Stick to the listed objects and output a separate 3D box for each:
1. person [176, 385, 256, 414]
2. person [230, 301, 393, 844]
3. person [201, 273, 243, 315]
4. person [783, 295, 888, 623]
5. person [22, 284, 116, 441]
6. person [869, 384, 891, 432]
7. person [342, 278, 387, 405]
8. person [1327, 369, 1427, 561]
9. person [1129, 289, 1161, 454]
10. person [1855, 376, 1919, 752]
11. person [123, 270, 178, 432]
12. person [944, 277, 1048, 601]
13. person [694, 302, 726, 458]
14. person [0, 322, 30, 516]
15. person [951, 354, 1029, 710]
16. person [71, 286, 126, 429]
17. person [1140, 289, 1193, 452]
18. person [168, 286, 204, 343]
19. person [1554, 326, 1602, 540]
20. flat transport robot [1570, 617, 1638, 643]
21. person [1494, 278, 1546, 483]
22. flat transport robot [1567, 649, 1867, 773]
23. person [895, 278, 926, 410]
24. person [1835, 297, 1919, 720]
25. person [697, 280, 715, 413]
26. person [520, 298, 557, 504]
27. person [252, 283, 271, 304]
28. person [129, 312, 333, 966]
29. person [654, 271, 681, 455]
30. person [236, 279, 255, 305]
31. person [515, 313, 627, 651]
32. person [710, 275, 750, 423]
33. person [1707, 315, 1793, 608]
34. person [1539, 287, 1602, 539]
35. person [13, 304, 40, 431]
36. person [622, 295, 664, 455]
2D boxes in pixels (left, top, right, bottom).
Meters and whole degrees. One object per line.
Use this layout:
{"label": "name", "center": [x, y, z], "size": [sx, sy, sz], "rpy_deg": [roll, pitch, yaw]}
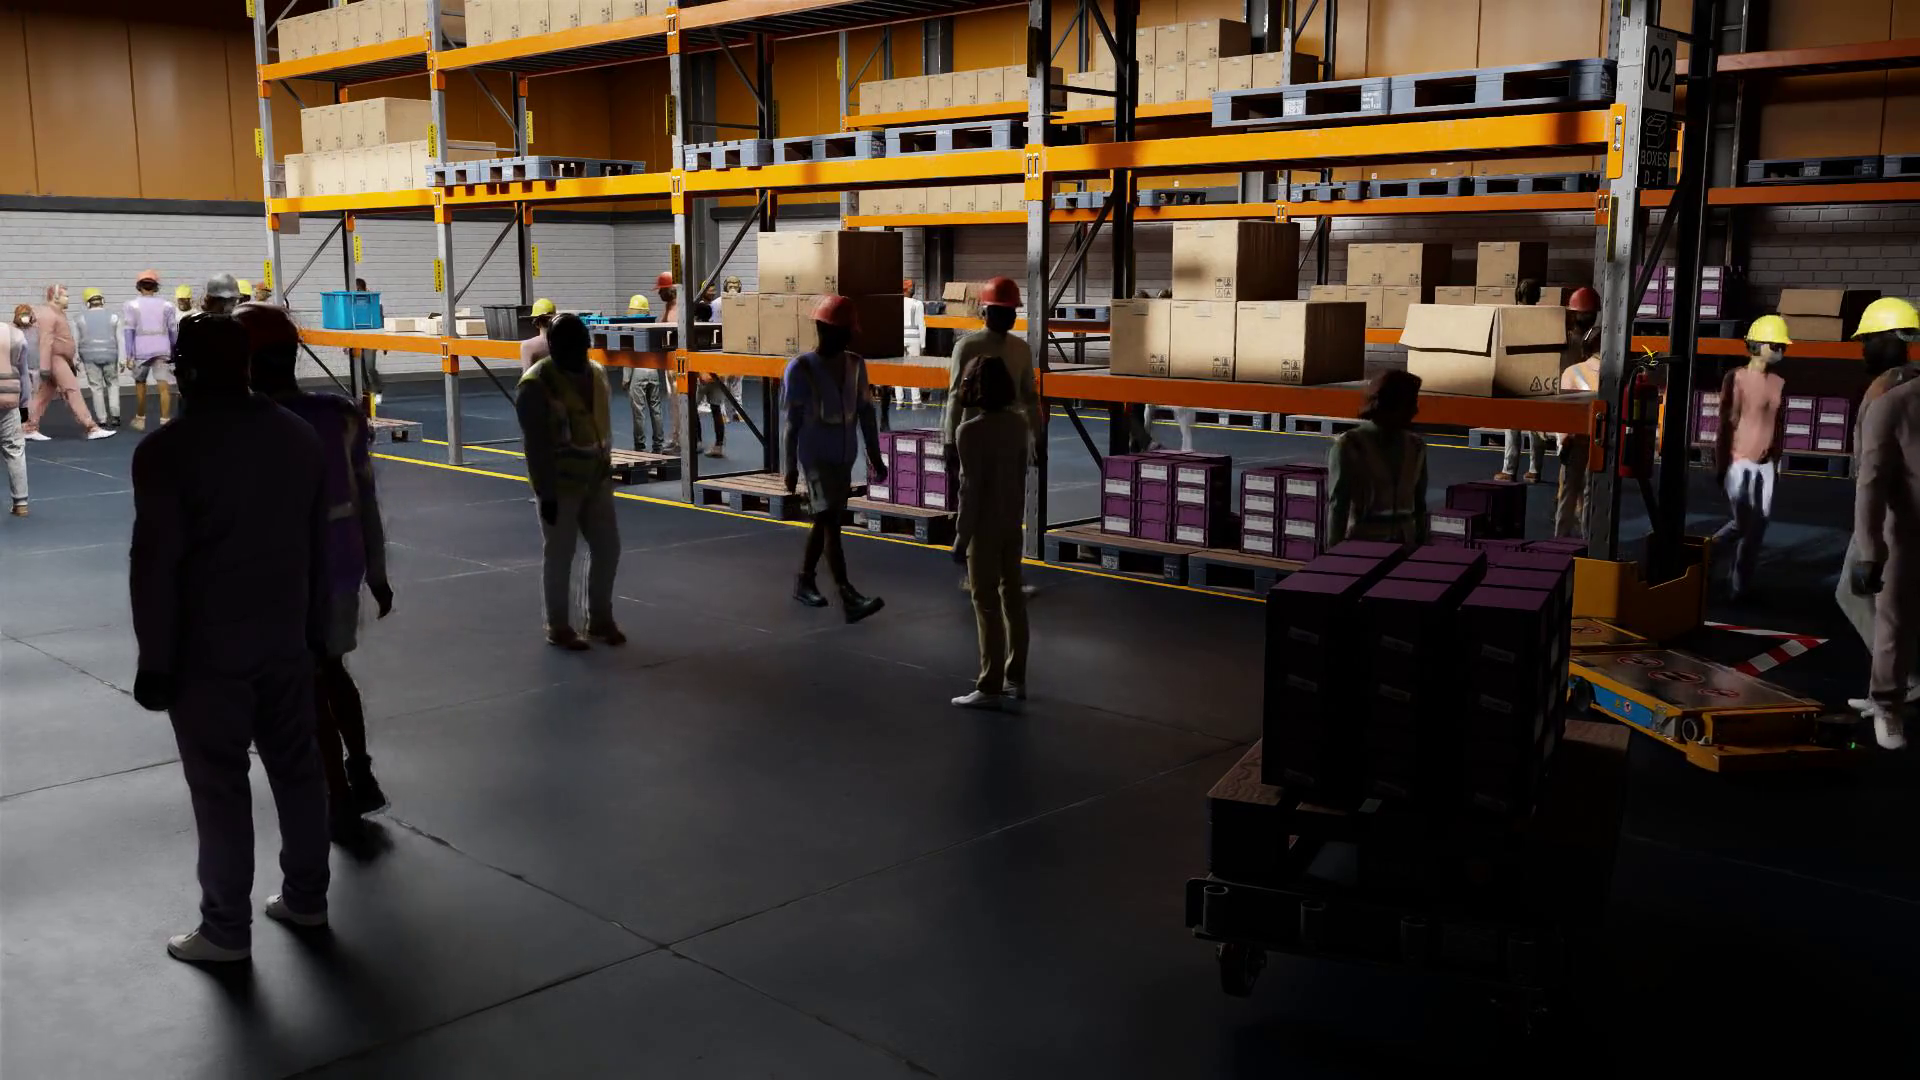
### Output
{"label": "person", "center": [-4.386, -0.403, 9.964], "size": [0.510, 1.615, 0.577], "rpy_deg": [-8, 12, -40]}
{"label": "person", "center": [-2.296, 0.130, 5.809], "size": [0.471, 1.908, 0.577], "rpy_deg": [8, 12, 39]}
{"label": "person", "center": [-5.902, -1.184, 13.472], "size": [1.030, 2.000, 0.704], "rpy_deg": [5, 11, 30]}
{"label": "person", "center": [-0.730, -0.477, 9.689], "size": [0.534, 1.867, 0.993], "rpy_deg": [-9, 13, -43]}
{"label": "person", "center": [-10.588, -2.077, 19.556], "size": [1.018, 1.843, 0.647], "rpy_deg": [-4, 10, -25]}
{"label": "person", "center": [-0.998, -2.203, 20.047], "size": [0.549, 1.939, 0.365], "rpy_deg": [-3, 10, -19]}
{"label": "person", "center": [-8.791, -2.914, 24.559], "size": [0.596, 1.892, 0.459], "rpy_deg": [1, 9, 6]}
{"label": "person", "center": [1.706, 0.089, 6.987], "size": [0.547, 1.622, 0.586], "rpy_deg": [-4, 10, -24]}
{"label": "person", "center": [1.806, -1.585, 16.591], "size": [0.535, 1.830, 0.667], "rpy_deg": [-6, 11, -31]}
{"label": "person", "center": [3.927, 0.024, 6.667], "size": [0.654, 1.847, 1.018], "rpy_deg": [3, 10, 17]}
{"label": "person", "center": [-9.978, -2.304, 20.455], "size": [0.631, 1.997, 0.958], "rpy_deg": [-8, 12, -39]}
{"label": "person", "center": [0.305, -0.601, 10.121], "size": [0.653, 1.960, 0.889], "rpy_deg": [-9, 13, -43]}
{"label": "person", "center": [-2.732, -1.717, 17.850], "size": [0.610, 1.662, 0.553], "rpy_deg": [8, 12, 39]}
{"label": "person", "center": [-7.868, -1.084, 13.471], "size": [0.429, 1.844, 0.627], "rpy_deg": [8, 12, 39]}
{"label": "person", "center": [0.136, -0.034, 7.662], "size": [0.285, 1.633, 0.501], "rpy_deg": [7, 11, 36]}
{"label": "person", "center": [-10.887, -2.296, 21.040], "size": [0.587, 1.800, 0.526], "rpy_deg": [-5, 11, -30]}
{"label": "person", "center": [2.181, -1.776, 17.816], "size": [0.517, 1.807, 1.016], "rpy_deg": [-5, 11, -30]}
{"label": "person", "center": [-10.677, -2.594, 22.896], "size": [0.597, 1.780, 0.933], "rpy_deg": [-1, 9, -4]}
{"label": "person", "center": [4.300, -0.636, 11.343], "size": [0.523, 1.638, 0.310], "rpy_deg": [-3, 10, -19]}
{"label": "flat transport robot", "center": [2.746, 0.552, 8.239], "size": [1.431, 0.197, 0.652], "rpy_deg": [-2, 9, -10]}
{"label": "person", "center": [5.317, -1.494, 15.685], "size": [0.638, 1.938, 0.356], "rpy_deg": [-2, 9, -11]}
{"label": "flat transport robot", "center": [3.187, 0.709, 7.278], "size": [0.652, 0.197, 1.431], "rpy_deg": [-2, 9, -9]}
{"label": "person", "center": [-0.744, -2.806, 23.886], "size": [0.573, 1.887, 0.354], "rpy_deg": [4, 10, 24]}
{"label": "person", "center": [4.204, -0.133, 7.505], "size": [0.598, 1.894, 0.524], "rpy_deg": [-7, 12, -37]}
{"label": "person", "center": [-3.566, -2.736, 23.518], "size": [0.309, 1.868, 0.535], "rpy_deg": [4, 10, 23]}
{"label": "person", "center": [-3.543, -1.187, 14.328], "size": [0.523, 1.769, 0.316], "rpy_deg": [-9, 13, -43]}
{"label": "person", "center": [-9.978, -2.784, 23.944], "size": [0.572, 1.833, 1.011], "rpy_deg": [1, 9, 7]}
{"label": "person", "center": [-2.152, 0.283, 4.920], "size": [0.403, 1.900, 0.639], "rpy_deg": [4, 10, 26]}
{"label": "person", "center": [-3.129, -1.926, 18.164], "size": [0.395, 1.991, 0.622], "rpy_deg": [-3, 10, -18]}
{"label": "person", "center": [-9.265, -2.382, 21.260], "size": [0.733, 1.902, 0.585], "rpy_deg": [-1, 9, -7]}
{"label": "person", "center": [-2.058, -0.286, 8.717], "size": [0.504, 1.800, 0.657], "rpy_deg": [6, 11, 32]}
{"label": "person", "center": [-2.999, -2.508, 21.914], "size": [0.629, 1.937, 0.379], "rpy_deg": [-8, 12, -40]}
{"label": "person", "center": [4.704, -0.464, 9.927], "size": [0.546, 1.750, 0.414], "rpy_deg": [-5, 10, -27]}
{"label": "person", "center": [4.725, -0.985, 12.728], "size": [0.555, 1.896, 0.959], "rpy_deg": [-1, 9, -4]}
{"label": "person", "center": [-11.305, -2.063, 20.185], "size": [0.504, 1.612, 0.704], "rpy_deg": [-8, 12, -39]}
{"label": "person", "center": [-3.424, -1.755, 17.879], "size": [0.296, 1.744, 0.484], "rpy_deg": [9, 13, 44]}
